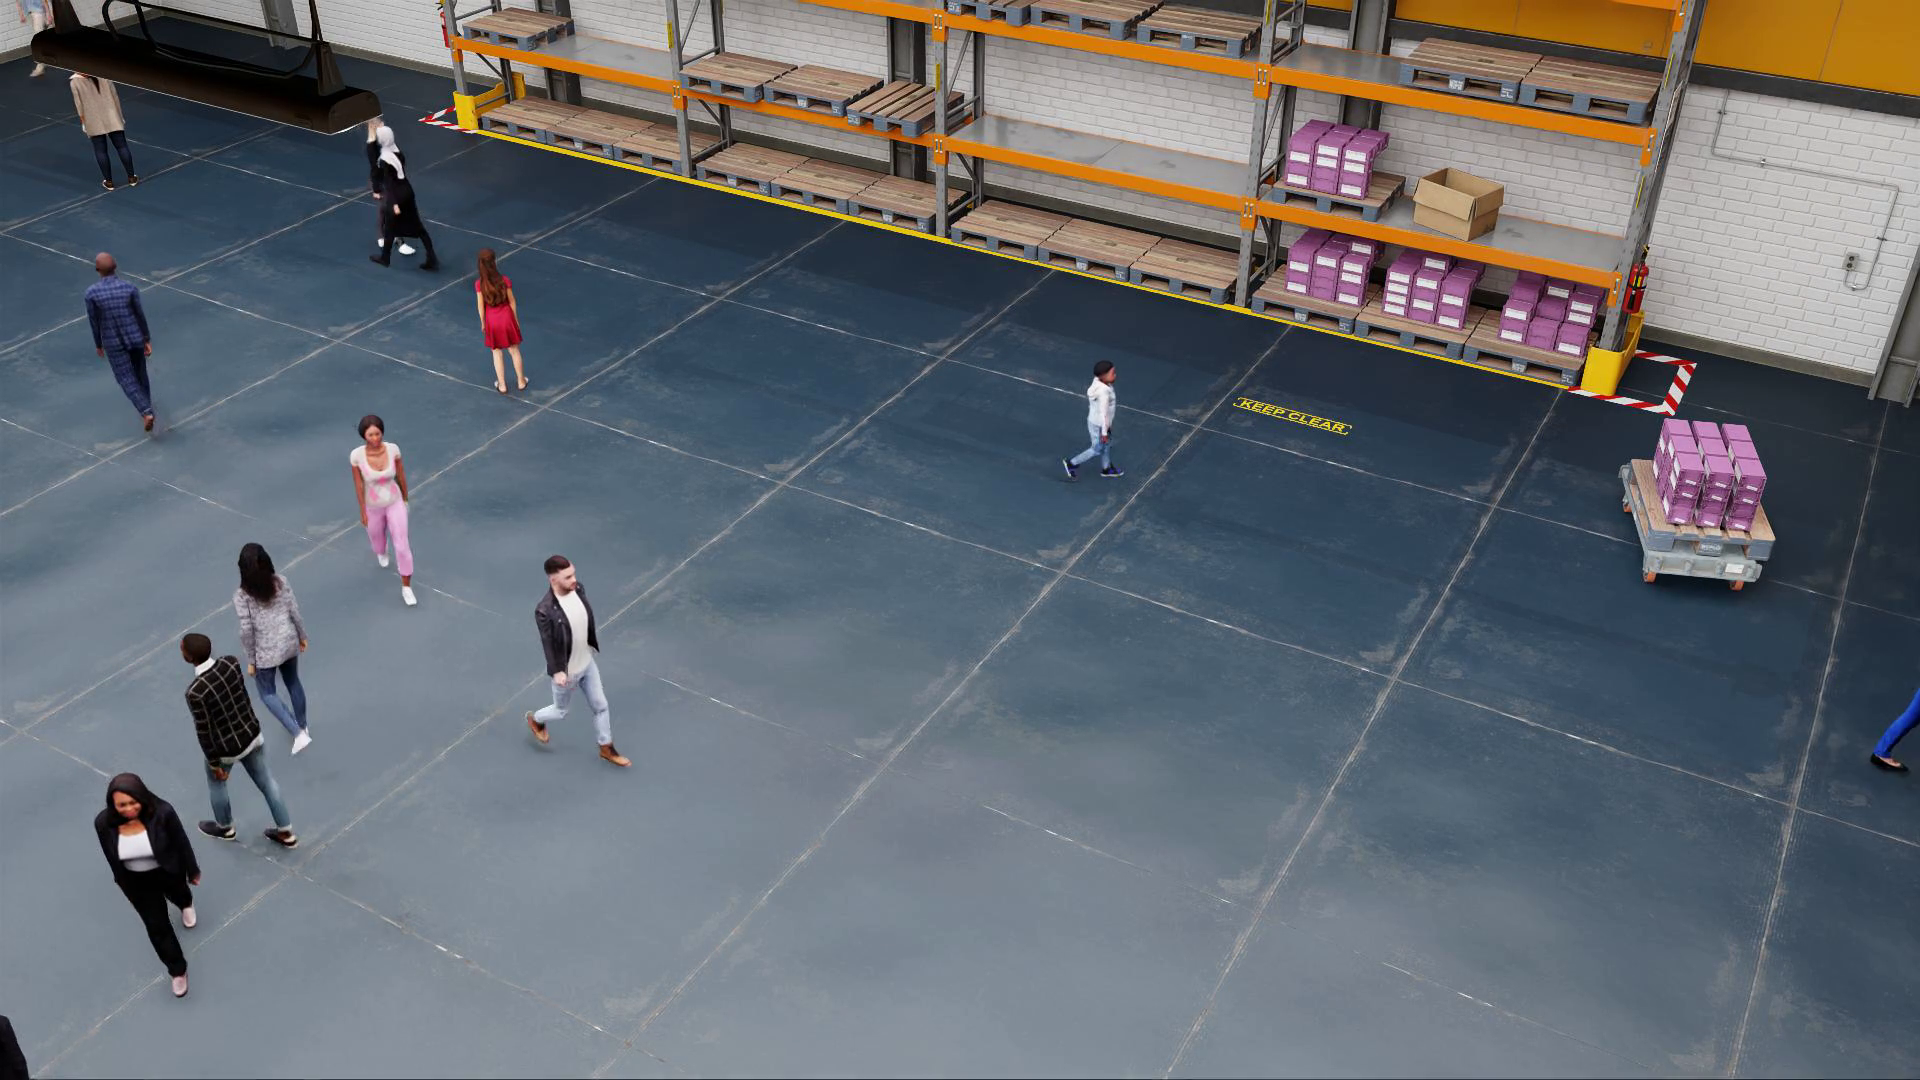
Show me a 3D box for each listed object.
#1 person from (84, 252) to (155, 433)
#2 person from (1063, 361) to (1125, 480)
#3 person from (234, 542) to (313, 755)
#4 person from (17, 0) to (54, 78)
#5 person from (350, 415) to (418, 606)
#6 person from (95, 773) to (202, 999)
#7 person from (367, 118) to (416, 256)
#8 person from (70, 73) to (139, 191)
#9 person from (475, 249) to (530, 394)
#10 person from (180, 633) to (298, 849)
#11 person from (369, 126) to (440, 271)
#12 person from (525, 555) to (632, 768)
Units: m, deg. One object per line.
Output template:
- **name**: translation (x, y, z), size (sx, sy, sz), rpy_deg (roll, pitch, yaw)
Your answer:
- **person**: translation (-8.222, -1.931, 16.385), size (0.882, 1.788, 1.188), rpy_deg (-26, 42, -34)
- **person**: translation (1.265, -1.118, 15.653), size (0.877, 1.245, 0.741), rpy_deg (-2, 34, -2)
- **person**: translation (-5.032, 0.833, 12.294), size (0.861, 1.714, 0.742), rpy_deg (22, 39, 29)
- **person**: translation (-14.234, -8.177, 25.761), size (1.194, 1.813, 0.826), rpy_deg (13, 36, 19)
- **person**: translation (-4.858, -0.296, 13.985), size (0.896, 1.723, 1.038), rpy_deg (-15, 37, -22)
- **person**: translation (-5.120, 2.057, 10.577), size (1.057, 1.577, 1.204), rpy_deg (-15, 37, -22)
- **person**: translation (-6.970, -4.279, 20.030), size (0.907, 1.665, 0.819), rpy_deg (-1, 34, -1)
- **person**: translation (-11.209, -5.526, 21.702), size (0.804, 1.890, 0.825), rpy_deg (-19, 38, -26)
- **person**: translation (-4.729, -2.251, 17.081), size (0.687, 1.552, 0.747), rpy_deg (-10, 35, -14)
- **person**: translation (-4.874, 1.412, 11.354), size (0.962, 1.791, 0.709), rpy_deg (16, 37, 23)
- **person**: translation (-6.446, -3.951, 19.469), size (1.150, 1.740, 0.822), rpy_deg (8, 35, 12)
- **person**: translation (-2.900, 0.888, 12.128), size (1.086, 1.806, 0.661), rpy_deg (18, 38, 25)
